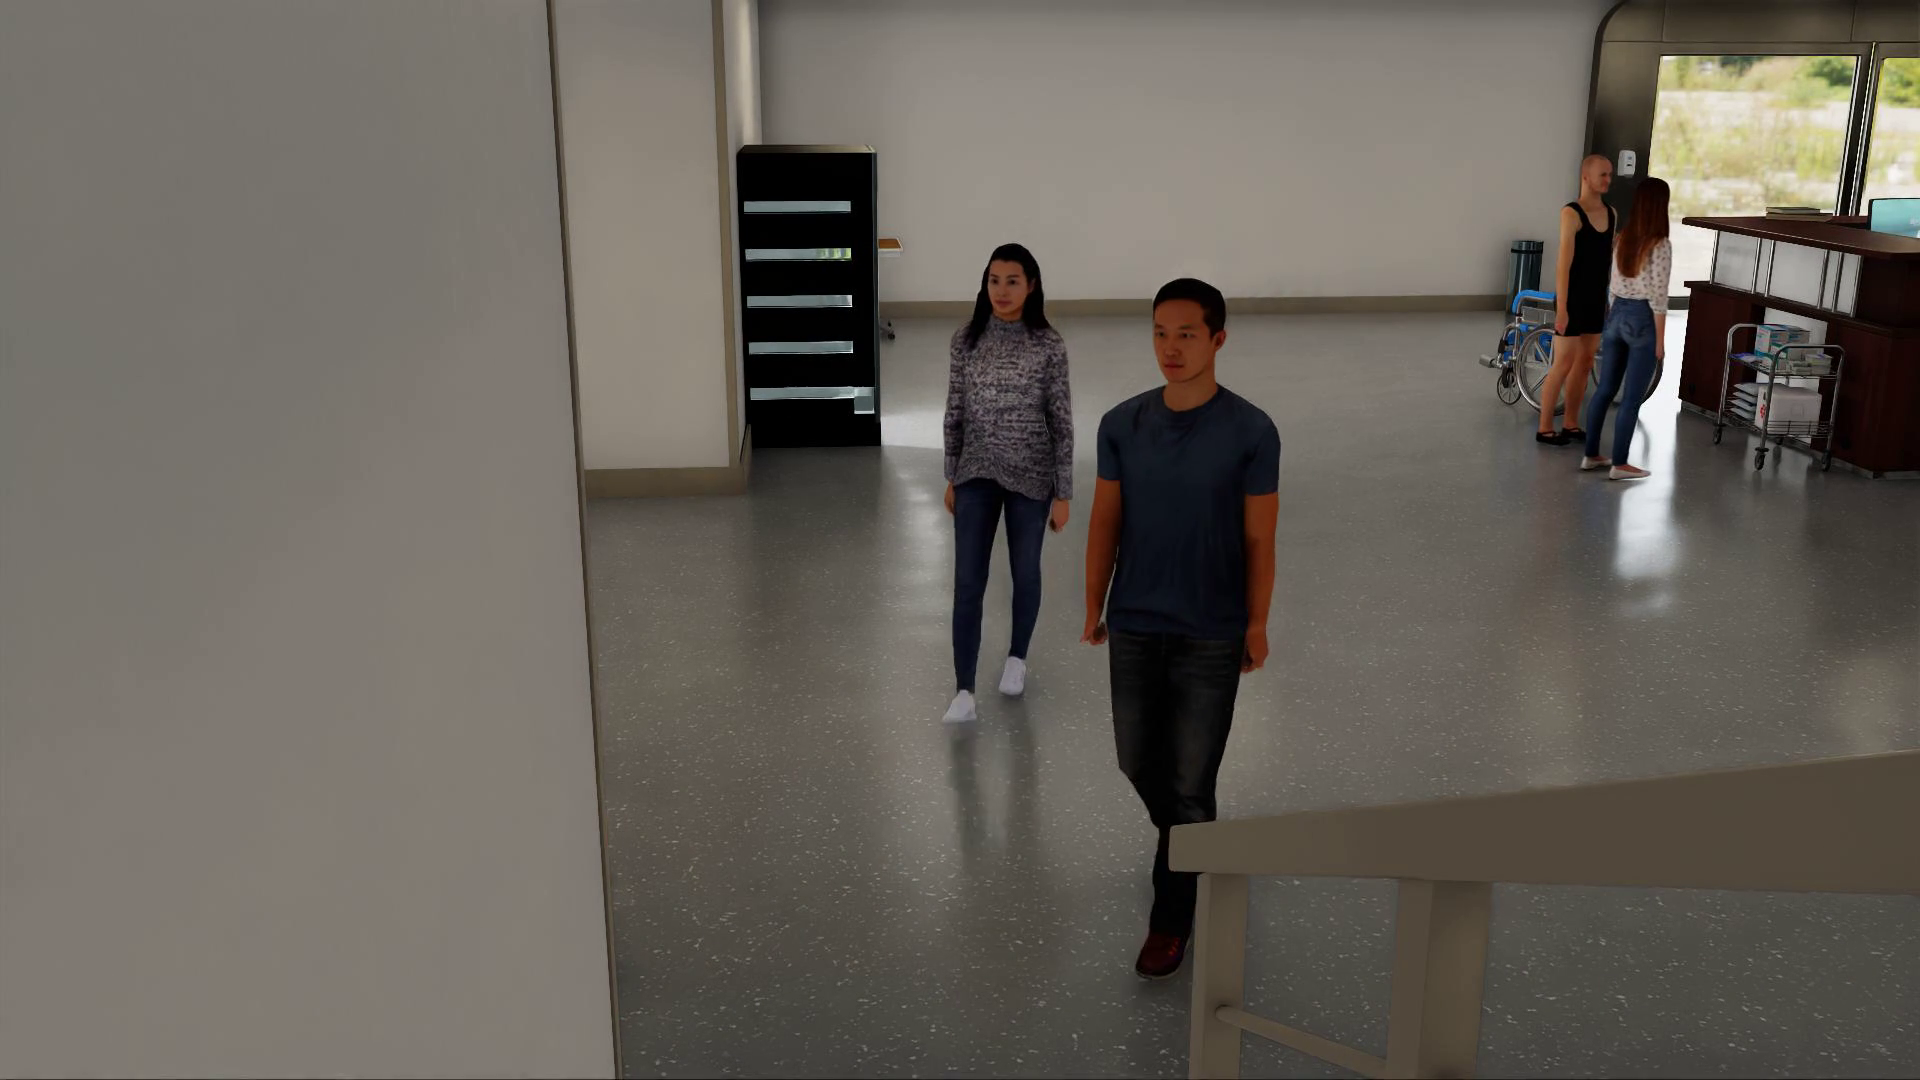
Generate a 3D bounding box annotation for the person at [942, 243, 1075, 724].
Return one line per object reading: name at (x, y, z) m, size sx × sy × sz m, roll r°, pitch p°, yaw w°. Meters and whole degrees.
person at (0.188, -0.222, 6.139) m, size 0.820 × 1.704 × 1.072 m, roll 3°, pitch 16°, yaw 10°

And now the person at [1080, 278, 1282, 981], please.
person at (0.598, 0.202, 4.475) m, size 0.947 × 1.791 × 1.097 m, roll 7°, pitch 17°, yaw 24°

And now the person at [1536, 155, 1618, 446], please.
person at (3.901, -1.499, 10.474) m, size 0.724 × 1.810 × 0.707 m, roll -11°, pitch 19°, yaw -34°

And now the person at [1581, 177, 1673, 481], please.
person at (3.899, -1.227, 9.668) m, size 0.708 × 1.724 × 0.572 m, roll -6°, pitch 17°, yaw -21°
